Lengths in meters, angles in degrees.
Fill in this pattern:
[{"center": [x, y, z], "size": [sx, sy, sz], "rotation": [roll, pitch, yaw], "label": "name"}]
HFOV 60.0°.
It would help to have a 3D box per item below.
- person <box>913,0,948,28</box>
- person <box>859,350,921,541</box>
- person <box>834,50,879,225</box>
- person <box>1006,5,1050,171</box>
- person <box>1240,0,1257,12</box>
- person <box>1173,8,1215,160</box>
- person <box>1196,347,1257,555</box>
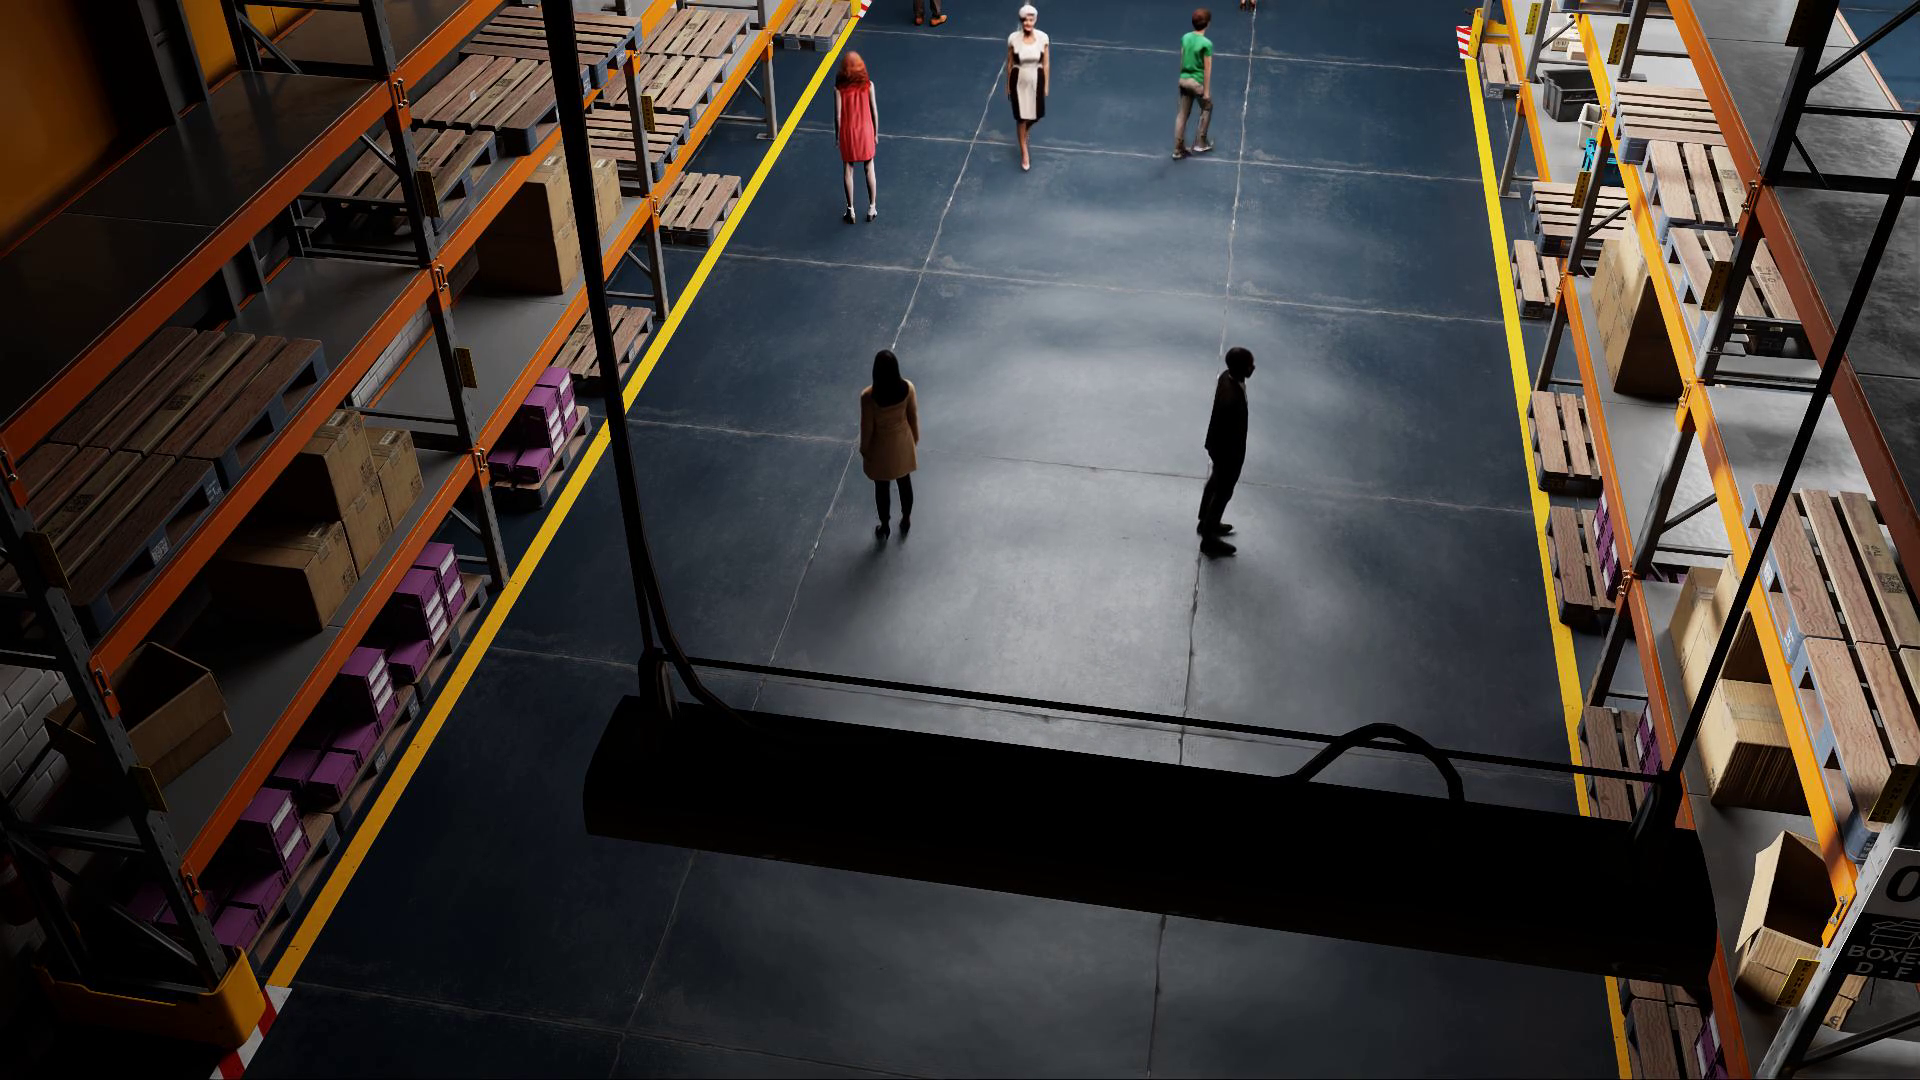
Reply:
[{"center": [-0.425, -7.482, 21.042], "size": [0.716, 1.907, 0.635], "rotation": [11, 40, 13], "label": "person"}, {"center": [-0.537, -0.726, 12.763], "size": [0.720, 1.682, 0.718], "rotation": [-14, 41, -16], "label": "person"}, {"center": [-1.045, -4.077, 16.843], "size": [0.649, 1.826, 0.622], "rotation": [-7, 39, -8], "label": "person"}, {"center": [0.722, -4.923, 17.973], "size": [0.755, 1.738, 1.012], "rotation": [-2, 39, -2], "label": "person"}, {"center": [3.803, -7.412, 21.664], "size": [0.414, 1.022, 0.433], "rotation": [7, 39, 8], "label": "person"}, {"center": [2.487, -4.917, 18.048], "size": [0.837, 1.636, 0.922], "rotation": [31, 48, 33], "label": "person"}, {"center": [2.016, -0.691, 12.626], "size": [0.746, 1.799, 0.531], "rotation": [0, 39, 0], "label": "person"}]
